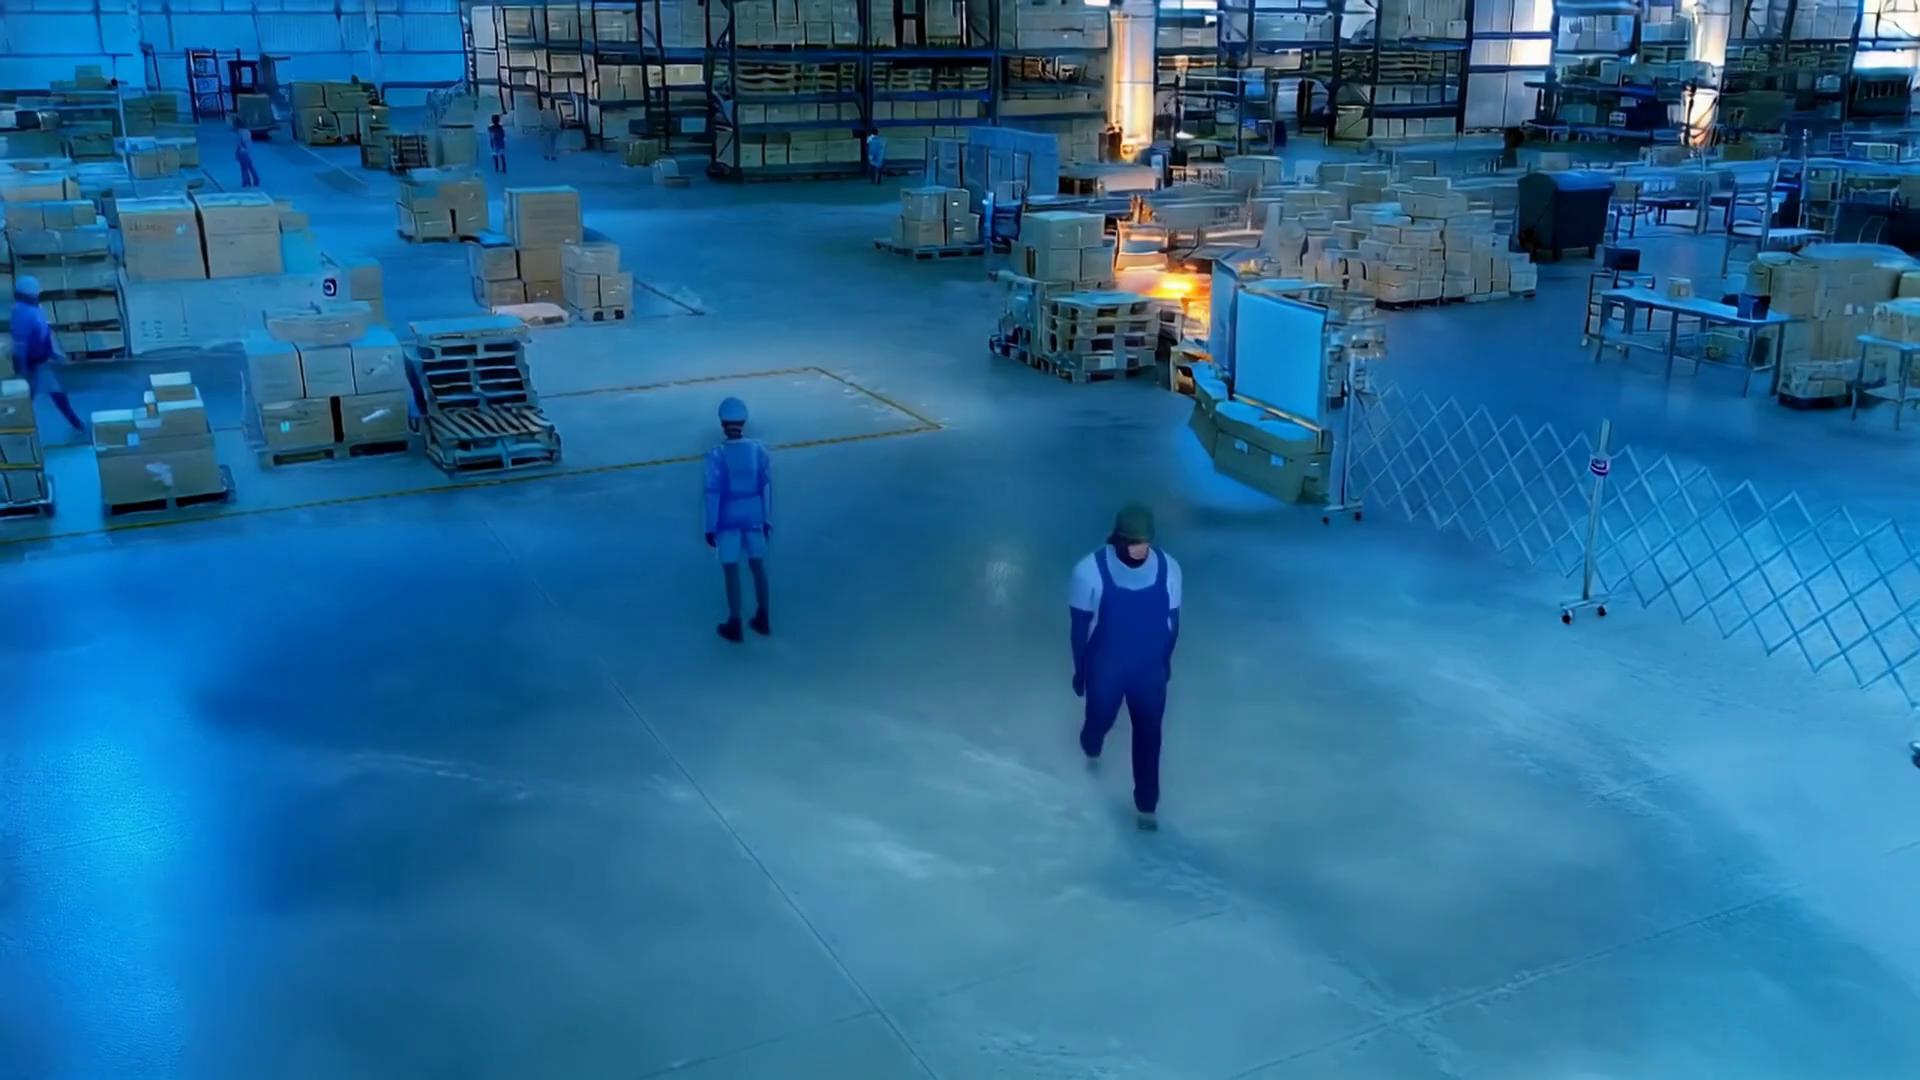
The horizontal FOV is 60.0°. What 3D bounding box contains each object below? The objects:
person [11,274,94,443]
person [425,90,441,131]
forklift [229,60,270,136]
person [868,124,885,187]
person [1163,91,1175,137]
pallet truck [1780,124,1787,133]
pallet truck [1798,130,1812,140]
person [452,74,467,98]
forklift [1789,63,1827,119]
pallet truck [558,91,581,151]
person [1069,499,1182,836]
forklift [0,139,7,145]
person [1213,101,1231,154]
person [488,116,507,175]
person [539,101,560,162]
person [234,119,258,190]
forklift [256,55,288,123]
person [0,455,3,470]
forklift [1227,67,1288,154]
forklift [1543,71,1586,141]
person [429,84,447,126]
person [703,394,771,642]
[{"bbox_3d":[-10.222,-1.997,18.531,1.087,1.963,0.646,-6,19,-17],"label":"person"},{"bbox_3d":[-20.921,-17.065,66.091,0.829,1.606,0.524,-4,18,-13],"label":"person"},{"bbox_3d":[-27.118,-16.804,63.223,1.129,2.768,1.873,-9,20,-26],"label":"forklift"},{"bbox_3d":[-2.298,-10.516,45.523,0.532,1.697,0.322,10,20,29],"label":"person"},{"bbox_3d":[7.900,-16.072,62.769,0.530,1.751,0.597,-7,19,-22],"label":"person"},{"bbox_3d":[25.206,-12.542,52.601,1.601,1.201,0.680,0,18,-2],"label":"pallet truck"},{"bbox_3d":[25.526,-11.556,49.408,1.630,1.274,0.653,-9,20,-26],"label":"pallet truck"},{"bbox_3d":[-21.554,-19.090,71.774,0.616,1.993,0.395,2,18,8],"label":"person"},{"bbox_3d":[30.390,-15.821,60.157,1.873,2.768,1.129,-9,20,-26],"label":"forklift"},{"bbox_3d":[-13.495,-14.412,57.188,0.823,1.965,1.885,-3,18,-9],"label":"pallet truck"},{"bbox_3d":[0.996,0.664,10.118,0.684,2.000,0.955,-2,18,-5],"label":"person"},{"bbox_3d":[-35.006,-15.382,58.790,1.873,2.768,1.129,-9,20,-26],"label":"forklift"},{"bbox_3d":[8.781,-13.954,55.957,0.646,1.877,0.718,-4,18,-13],"label":"person"},{"bbox_3d":[-13.614,-11.619,48.960,0.541,1.698,0.315,-10,20,-27],"label":"person"},{"bbox_3d":[-13.040,-12.990,52.919,0.675,1.890,0.474,-9,20,-26],"label":"person"},{"bbox_3d":[-19.316,-10.401,44.896,0.381,1.875,0.732,4,18,13],"label":"person"},{"bbox_3d":[-29.210,-19.009,70.098,1.873,2.768,1.129,-9,20,-26],"label":"forklift"},{"bbox_3d":[-8.909,-0.718,14.741,0.680,1.866,1.109,-7,19,-20],"label":"person"},{"bbox_3d":[10.073,-14.444,55.865,1.129,2.768,1.873,-10,20,-29],"label":"forklift"},{"bbox_3d":[18.685,-13.231,52.085,1.873,2.768,1.129,-9,20,-26],"label":"forklift"},{"bbox_3d":[-20.043,-16.523,63.898,0.636,1.917,0.716,-6,19,-18],"label":"person"},{"bbox_3d":[-1.730,-0.172,12.889,0.550,1.935,0.376,-11,21,-31],"label":"person"}]
